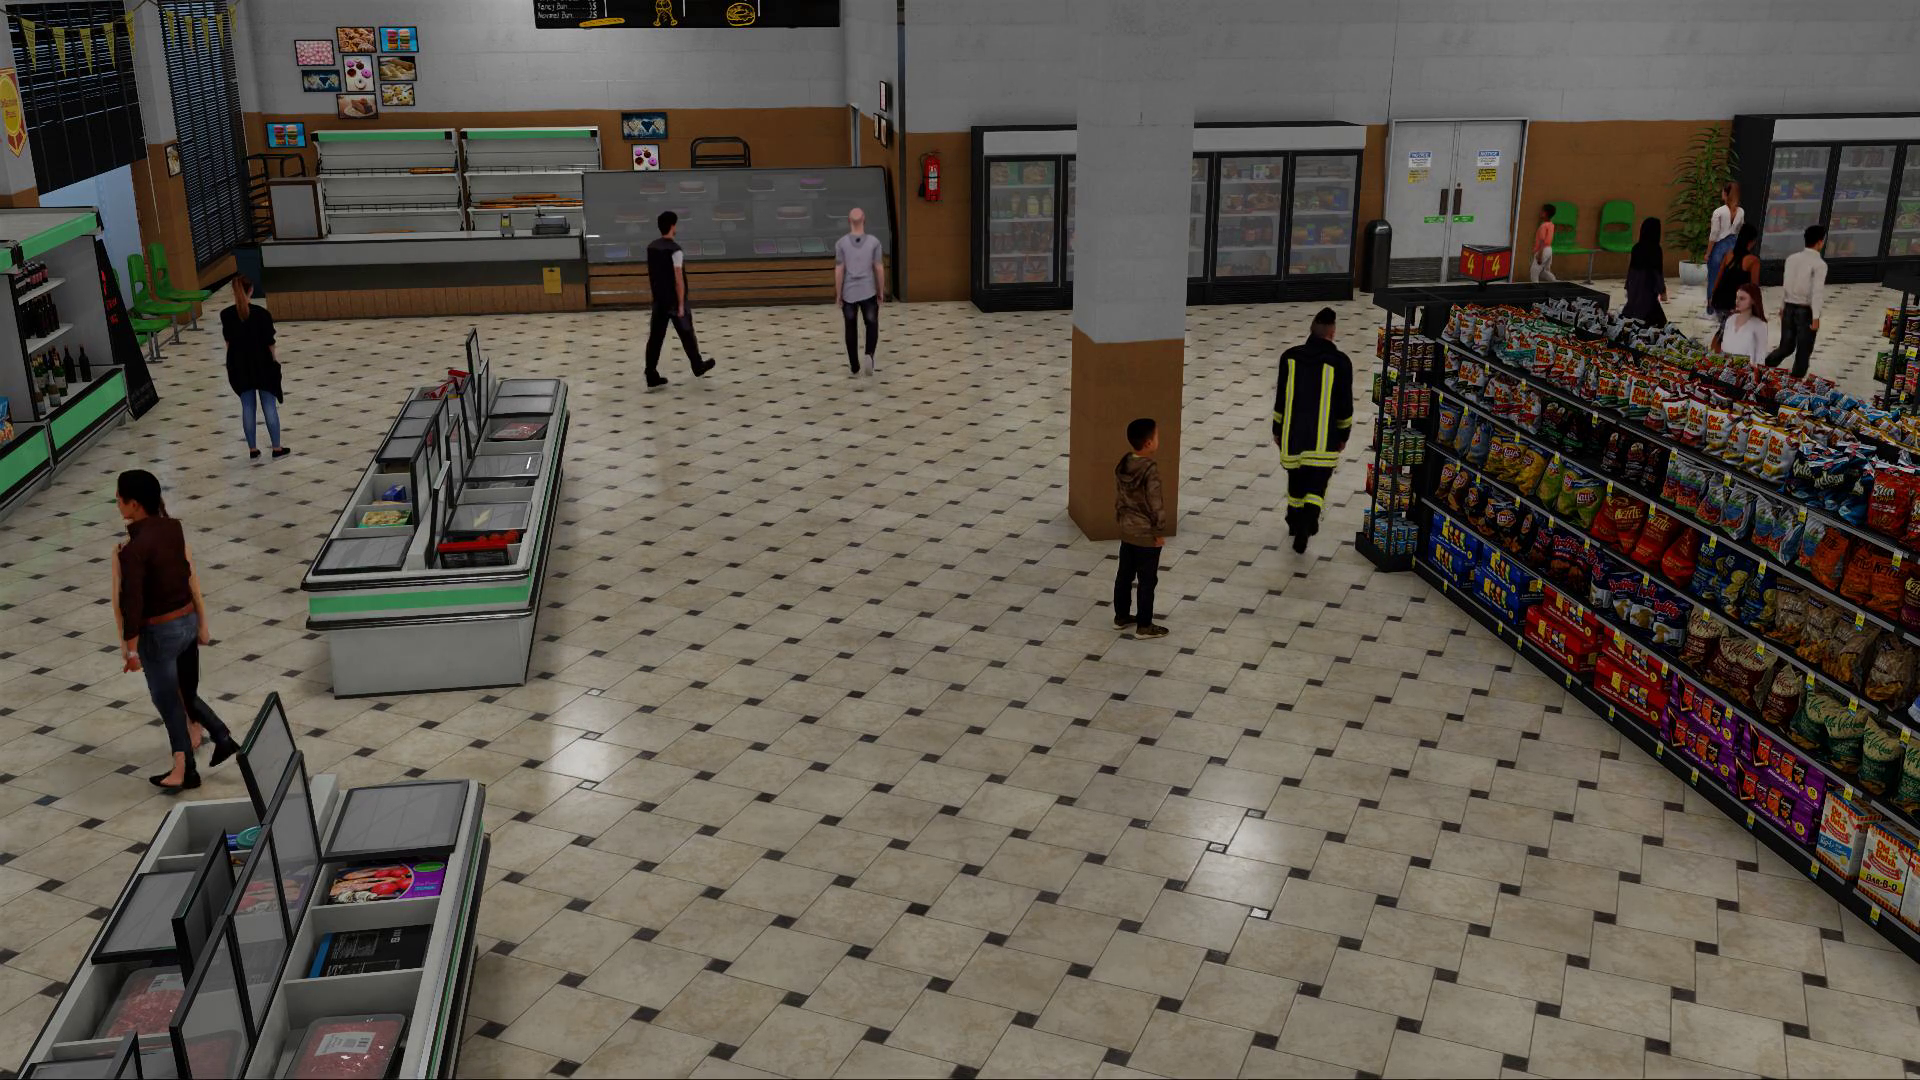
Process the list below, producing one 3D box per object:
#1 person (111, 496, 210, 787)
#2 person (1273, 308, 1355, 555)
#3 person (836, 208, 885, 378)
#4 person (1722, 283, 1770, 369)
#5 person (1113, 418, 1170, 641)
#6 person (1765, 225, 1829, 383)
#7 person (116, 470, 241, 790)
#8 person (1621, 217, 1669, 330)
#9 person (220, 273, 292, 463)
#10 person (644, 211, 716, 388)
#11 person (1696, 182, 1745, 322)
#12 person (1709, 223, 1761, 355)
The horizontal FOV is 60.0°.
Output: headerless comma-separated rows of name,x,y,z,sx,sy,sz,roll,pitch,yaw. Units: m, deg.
person,-4.264,0.489,8.977,0.555,1.572,1.103,-3,19,-10
person,2.604,-0.799,12.409,1.106,1.819,1.210,8,20,23
person,-1.080,-2.610,17.782,0.771,1.819,1.098,-1,19,-2
person,6.561,-1.275,13.940,0.791,1.744,0.945,-8,20,-21
person,1.171,-0.083,10.856,0.726,1.455,0.634,-13,23,-34
person,8.415,-2.268,16.812,0.842,1.790,0.993,-7,20,-19
person,-4.068,0.484,8.682,0.829,1.771,0.756,2,19,6
person,7.610,-2.811,18.708,0.724,1.608,1.072,-1,19,-4
person,-6.295,-1.537,14.812,0.651,1.683,0.591,-1,19,-3
person,-3.116,-2.476,17.401,1.147,1.809,1.220,12,22,31
person,9.641,-3.651,21.022,0.631,1.722,0.546,-5,19,-15
person,8.248,-2.561,17.883,0.761,1.661,0.638,-13,23,-34
